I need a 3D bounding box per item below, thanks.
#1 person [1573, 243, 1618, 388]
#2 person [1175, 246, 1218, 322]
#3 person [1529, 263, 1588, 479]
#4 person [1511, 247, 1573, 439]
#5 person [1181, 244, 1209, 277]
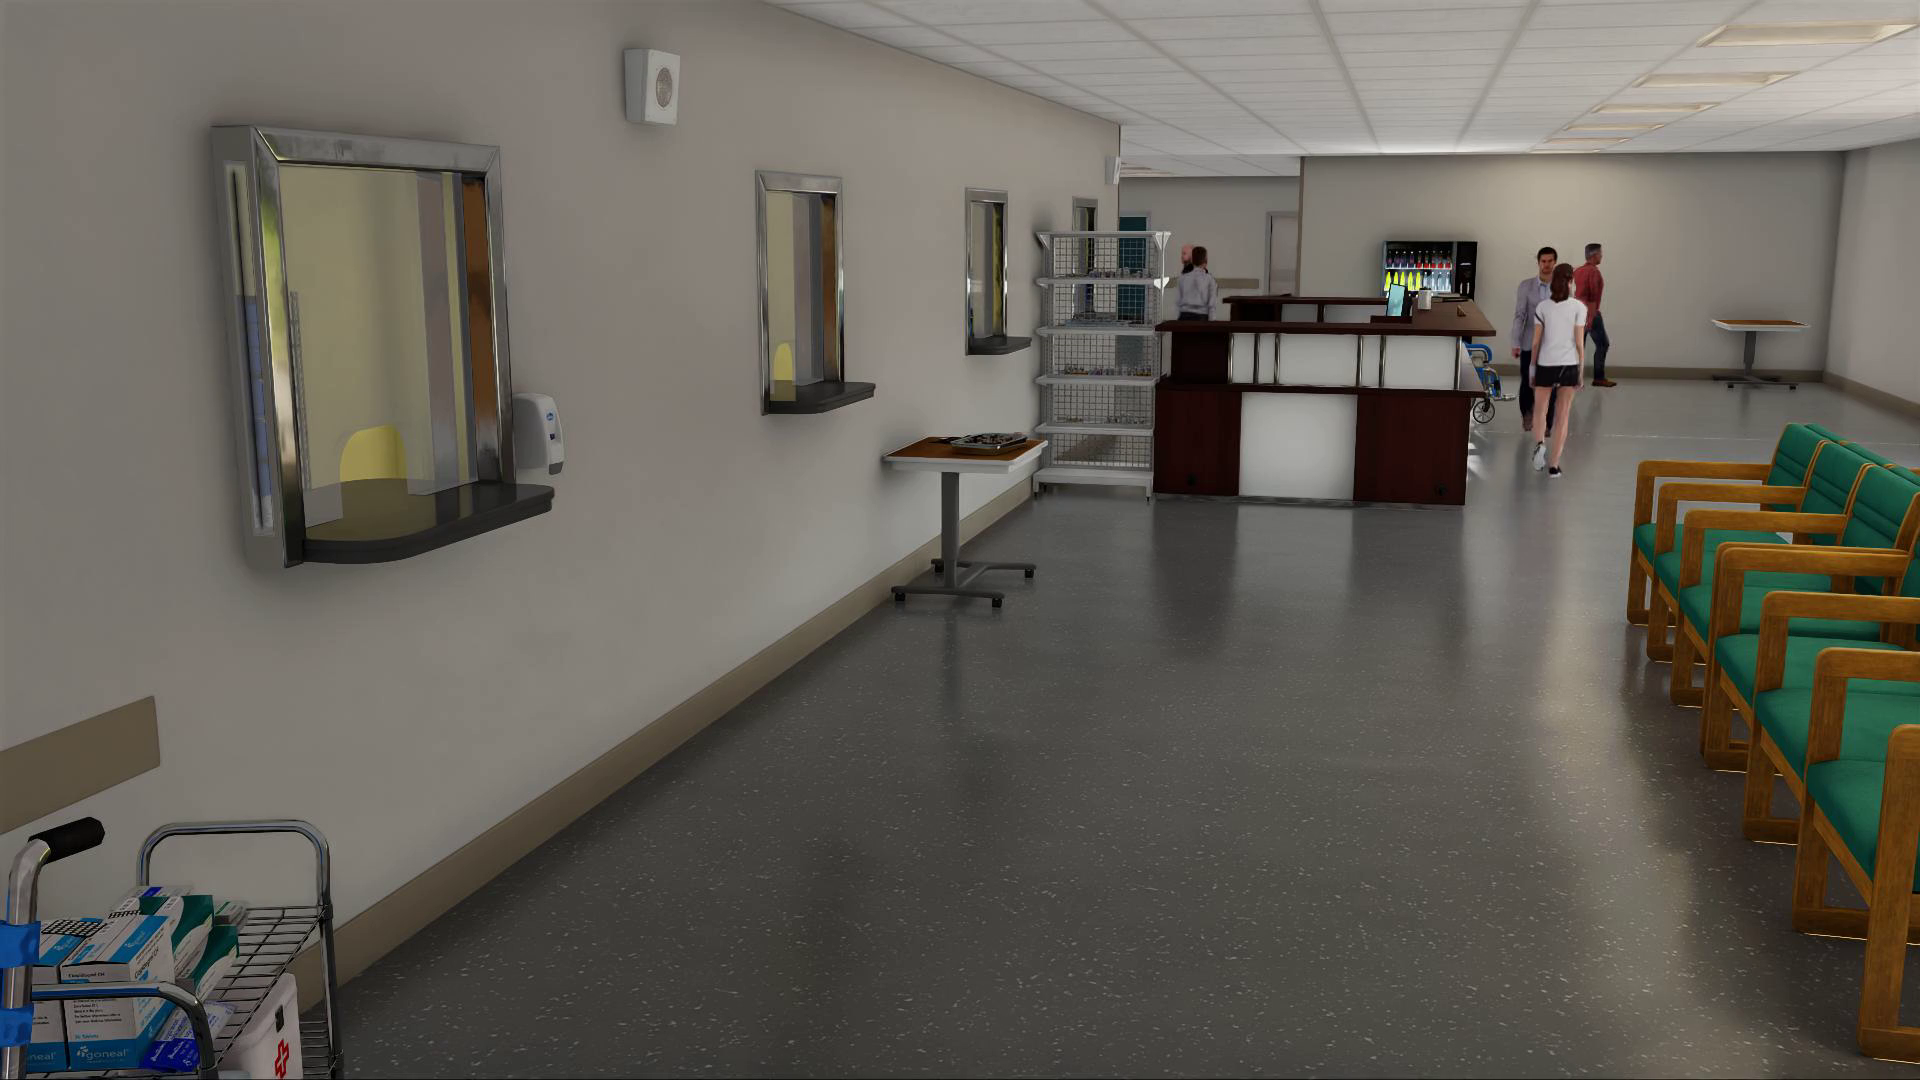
[{"bbox_3d":[7.831,-2.822,21.023,0.989,1.812,0.897,-2,11,-12],"label":"person"},{"bbox_3d":[2.673,-2.428,19.011,0.915,1.787,0.708,3,11,14],"label":"person"},{"bbox_3d":[4.801,-1.340,13.409,0.815,1.738,0.704,5,12,23],"label":"person"},{"bbox_3d":[5.642,-1.904,16.186,1.121,1.811,0.748,3,11,16],"label":"person"},{"bbox_3d":[3.021,-2.729,20.632,1.381,1.774,1.184,-4,11,-19],"label":"person"}]
